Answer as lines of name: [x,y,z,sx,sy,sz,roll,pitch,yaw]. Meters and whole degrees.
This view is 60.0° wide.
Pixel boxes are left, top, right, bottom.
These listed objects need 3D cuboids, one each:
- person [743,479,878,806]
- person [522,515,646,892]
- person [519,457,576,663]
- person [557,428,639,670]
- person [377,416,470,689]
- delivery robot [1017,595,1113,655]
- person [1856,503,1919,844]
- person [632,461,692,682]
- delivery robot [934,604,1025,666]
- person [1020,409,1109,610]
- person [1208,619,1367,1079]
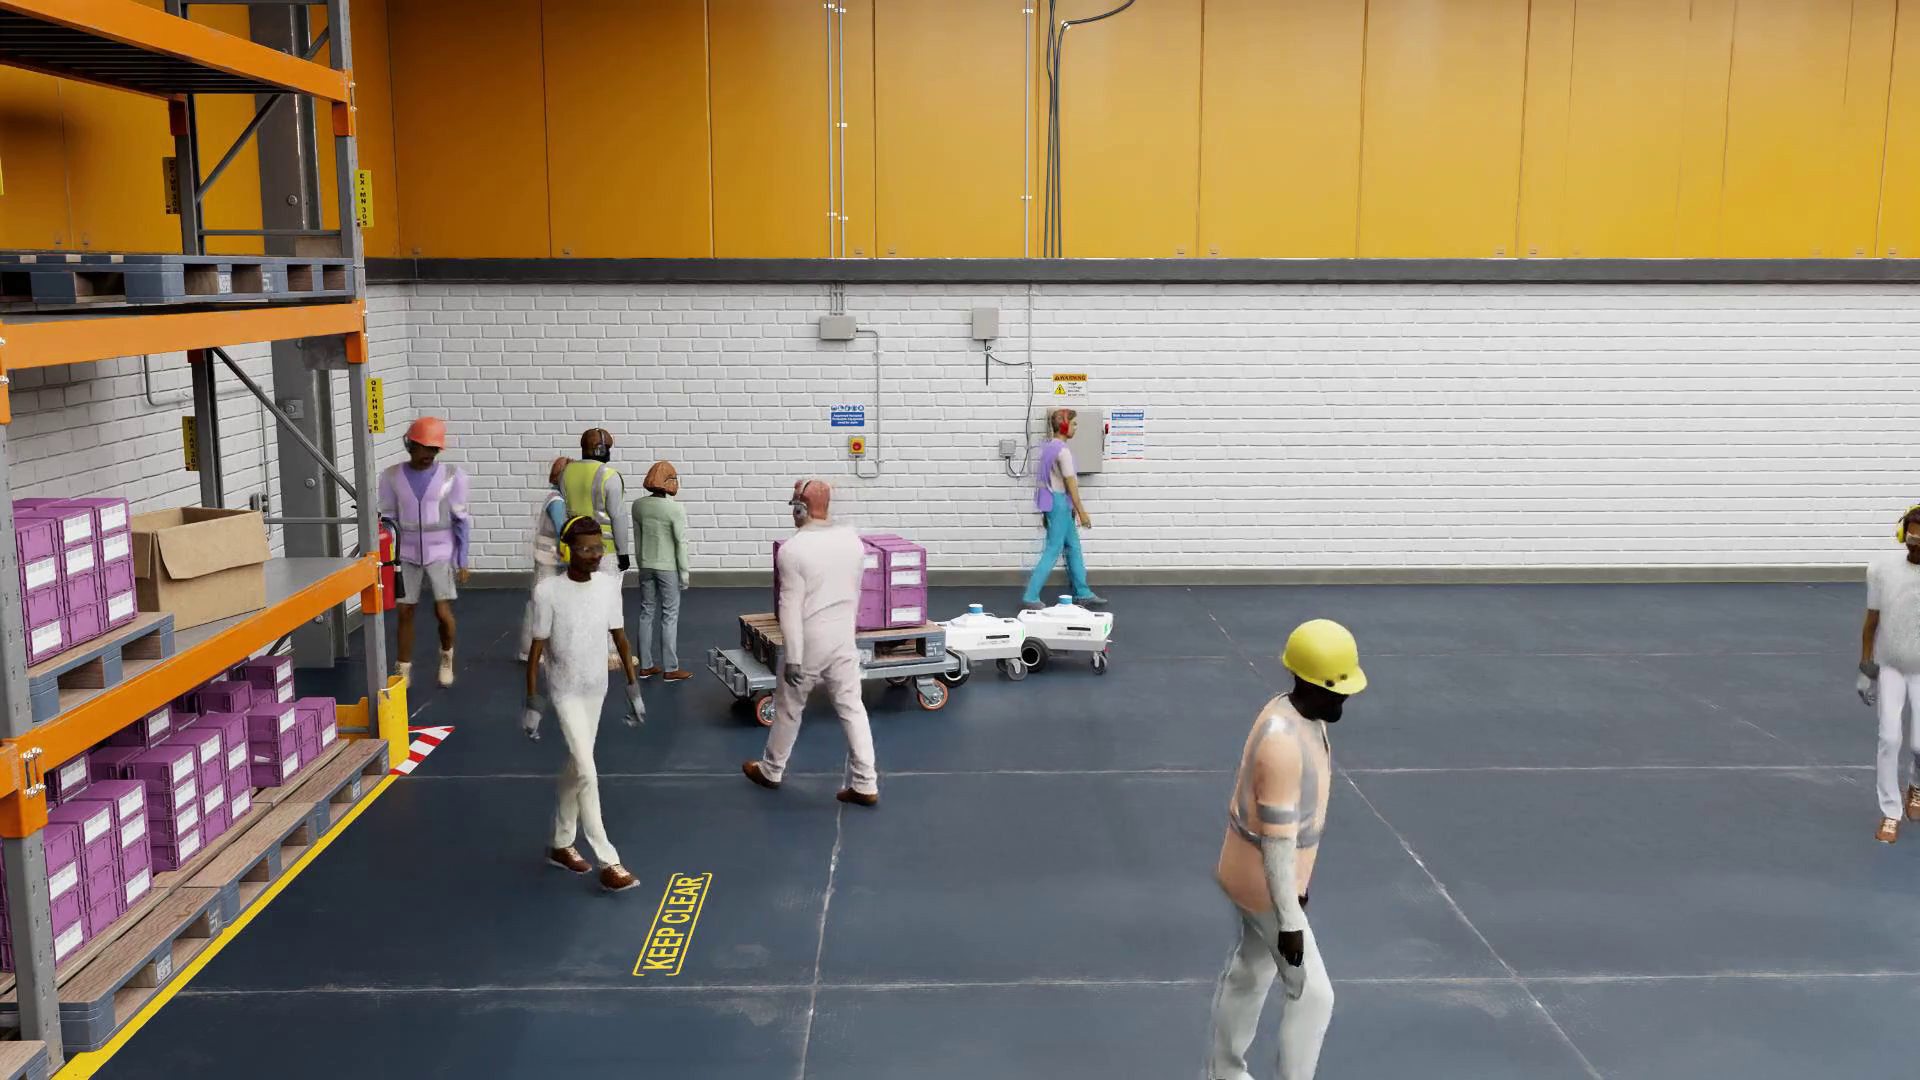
person: [-0.831,0.570,9.495,0.989,1.851,0.668,8,12,42]
person: [-1.778,0.798,8.152,0.884,1.832,0.563,7,12,39]
person: [-3.052,0.161,12.761,0.777,1.593,0.540,-1,9,-4]
person: [-2.743,0.068,12.639,0.621,1.838,0.429,6,11,31]
person: [-3.813,0.117,11.820,0.672,2.010,0.484,-1,9,-6]
delivery robot: [0.800,0.663,12.614,0.707,0.478,0.477,2,9,11]
person: [5.060,0.692,8.821,0.520,1.842,0.543,6,11,34]
person: [-2.198,0.232,12.271,0.495,1.627,0.272,5,11,28]
delivery robot: [0.117,0.717,12.285,0.707,0.478,0.477,-3,10,-16]
person: [0.918,-0.262,14.758,0.839,1.807,0.574,-1,9,-6]
person: [1.132,1.180,5.709,0.613,1.878,0.596,2,10,14]
